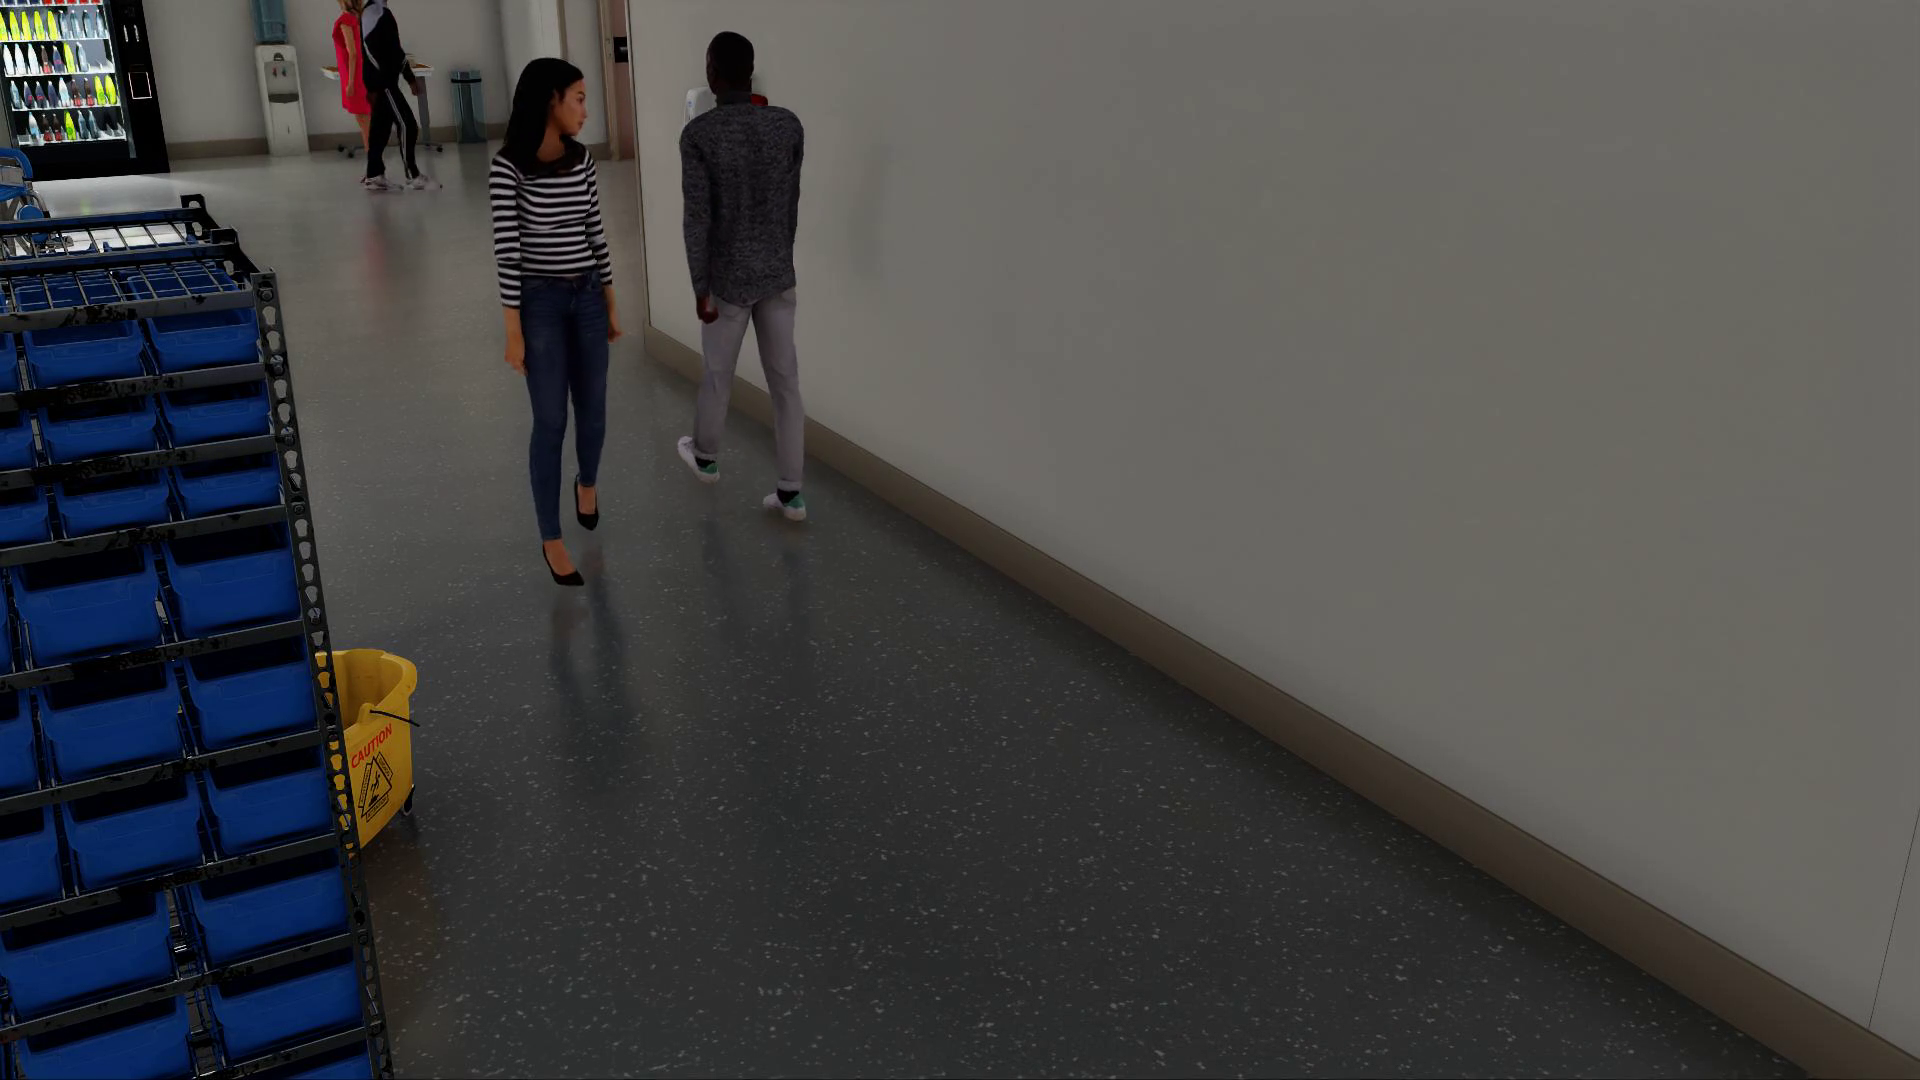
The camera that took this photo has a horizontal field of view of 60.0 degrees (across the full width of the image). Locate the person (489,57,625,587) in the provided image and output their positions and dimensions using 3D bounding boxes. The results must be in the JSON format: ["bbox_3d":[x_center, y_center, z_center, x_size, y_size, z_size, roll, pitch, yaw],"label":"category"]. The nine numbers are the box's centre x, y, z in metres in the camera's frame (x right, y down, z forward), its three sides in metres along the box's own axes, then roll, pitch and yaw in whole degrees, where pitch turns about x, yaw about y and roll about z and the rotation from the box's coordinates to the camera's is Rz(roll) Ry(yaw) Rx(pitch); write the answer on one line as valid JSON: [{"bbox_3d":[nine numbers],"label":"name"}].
[{"bbox_3d":[-1.404,-0.775,5.896,0.884,1.755,0.879,-17,27,-38],"label":"person"}]

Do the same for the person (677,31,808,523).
[{"bbox_3d":[-0.747,-0.942,6.275,1.002,1.798,0.740,-11,24,-28],"label":"person"}]

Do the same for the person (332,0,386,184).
[{"bbox_3d":[-5.222,-4.006,14.467,0.644,1.727,0.643,-1,21,-3],"label":"person"}]

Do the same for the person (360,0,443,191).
[{"bbox_3d":[-4.887,-3.802,13.814,0.968,1.807,0.812,-4,21,-11],"label":"person"}]
